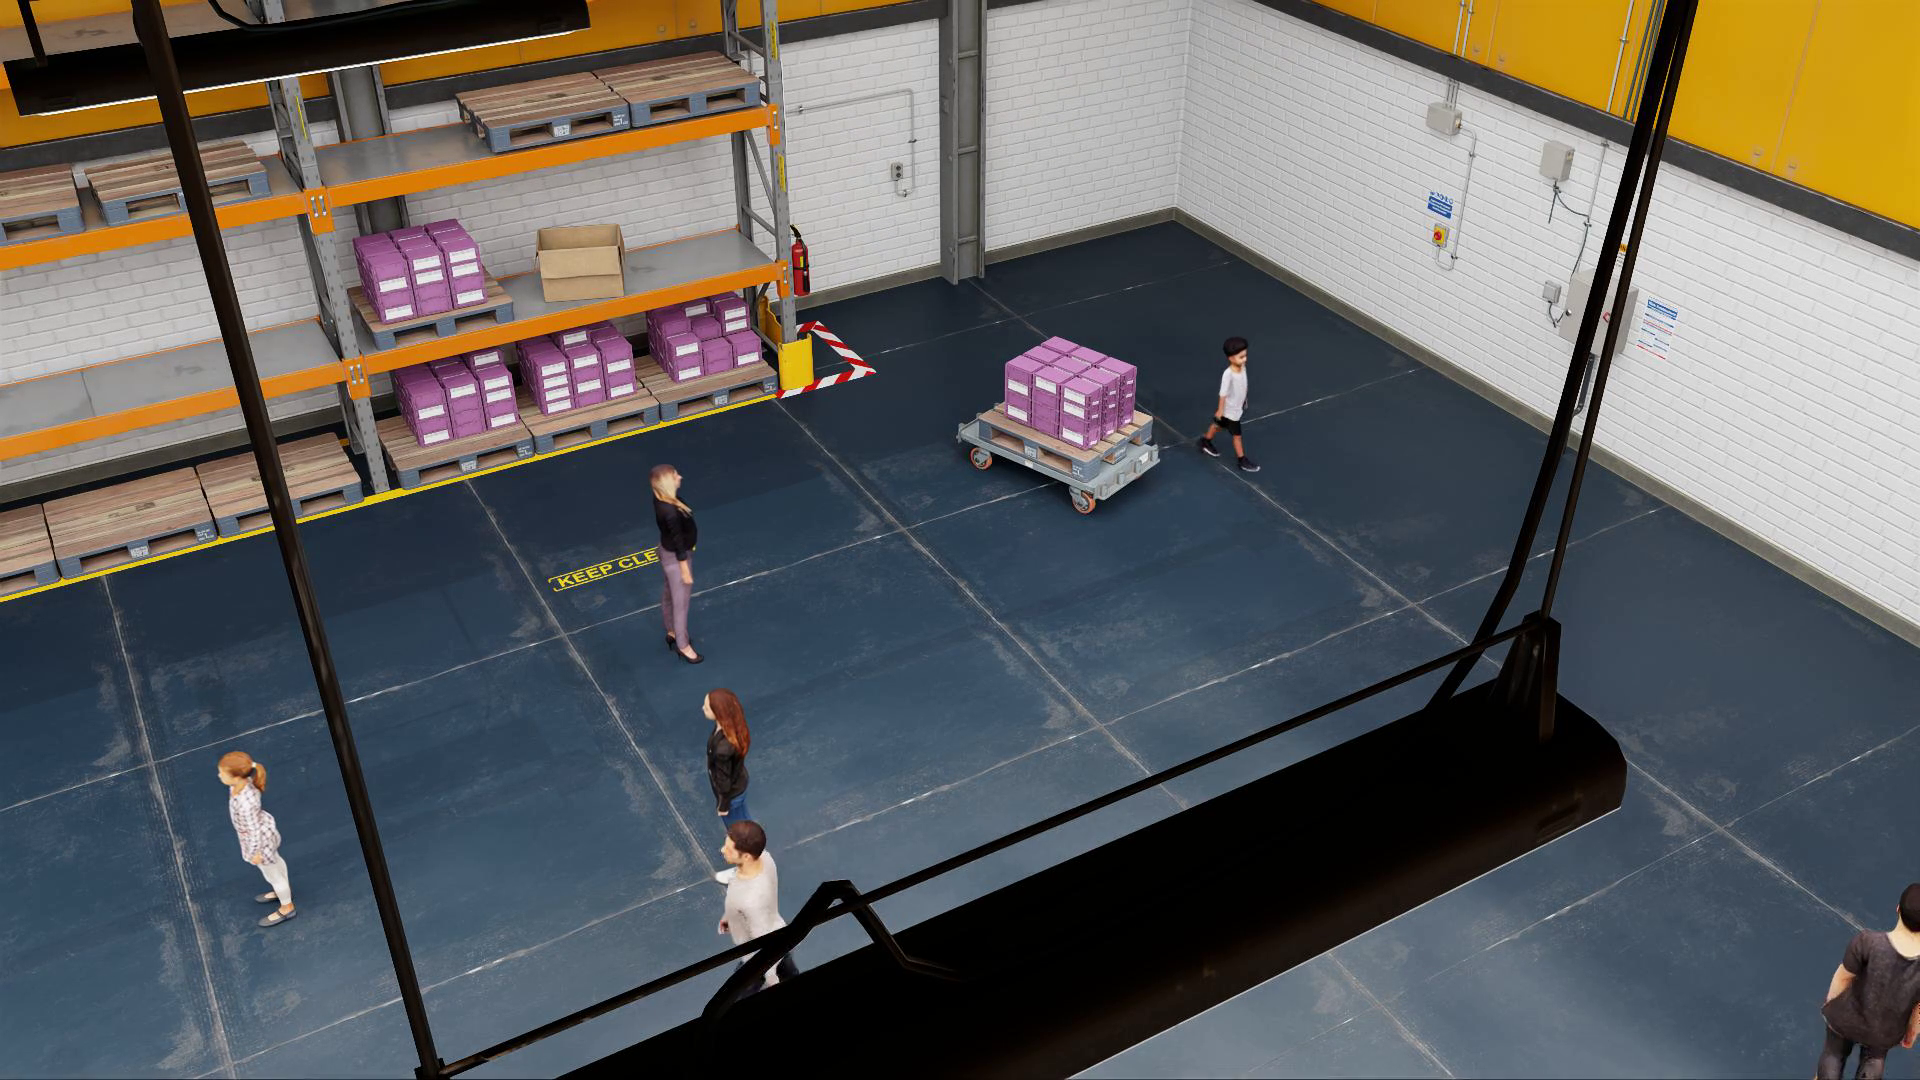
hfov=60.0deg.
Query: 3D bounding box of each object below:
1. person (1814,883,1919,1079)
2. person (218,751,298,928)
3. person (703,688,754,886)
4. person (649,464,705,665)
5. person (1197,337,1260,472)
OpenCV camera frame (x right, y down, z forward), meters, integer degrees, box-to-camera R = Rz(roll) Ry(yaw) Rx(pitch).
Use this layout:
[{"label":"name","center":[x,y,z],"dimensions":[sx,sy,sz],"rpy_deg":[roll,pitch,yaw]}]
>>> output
[{"label":"person","center":[4.767,2.517,8.712],"dimensions":[0.814,1.702,0.886],"rpy_deg":[15,36,21]},{"label":"person","center":[-4.275,1.795,10.151],"dimensions":[0.563,1.312,0.561],"rpy_deg":[-12,35,-17]},{"label":"person","center":[-1.422,1.523,10.408],"dimensions":[0.644,1.481,0.630],"rpy_deg":[1,34,1]},{"label":"person","center":[-2.116,0.167,12.275],"dimensions":[0.552,1.672,0.612],"rpy_deg":[-14,36,-20]},{"label":"person","center":[2.360,-1.240,14.789],"dimensions":[0.775,1.233,0.877],"rpy_deg":[23,40,30]}]
